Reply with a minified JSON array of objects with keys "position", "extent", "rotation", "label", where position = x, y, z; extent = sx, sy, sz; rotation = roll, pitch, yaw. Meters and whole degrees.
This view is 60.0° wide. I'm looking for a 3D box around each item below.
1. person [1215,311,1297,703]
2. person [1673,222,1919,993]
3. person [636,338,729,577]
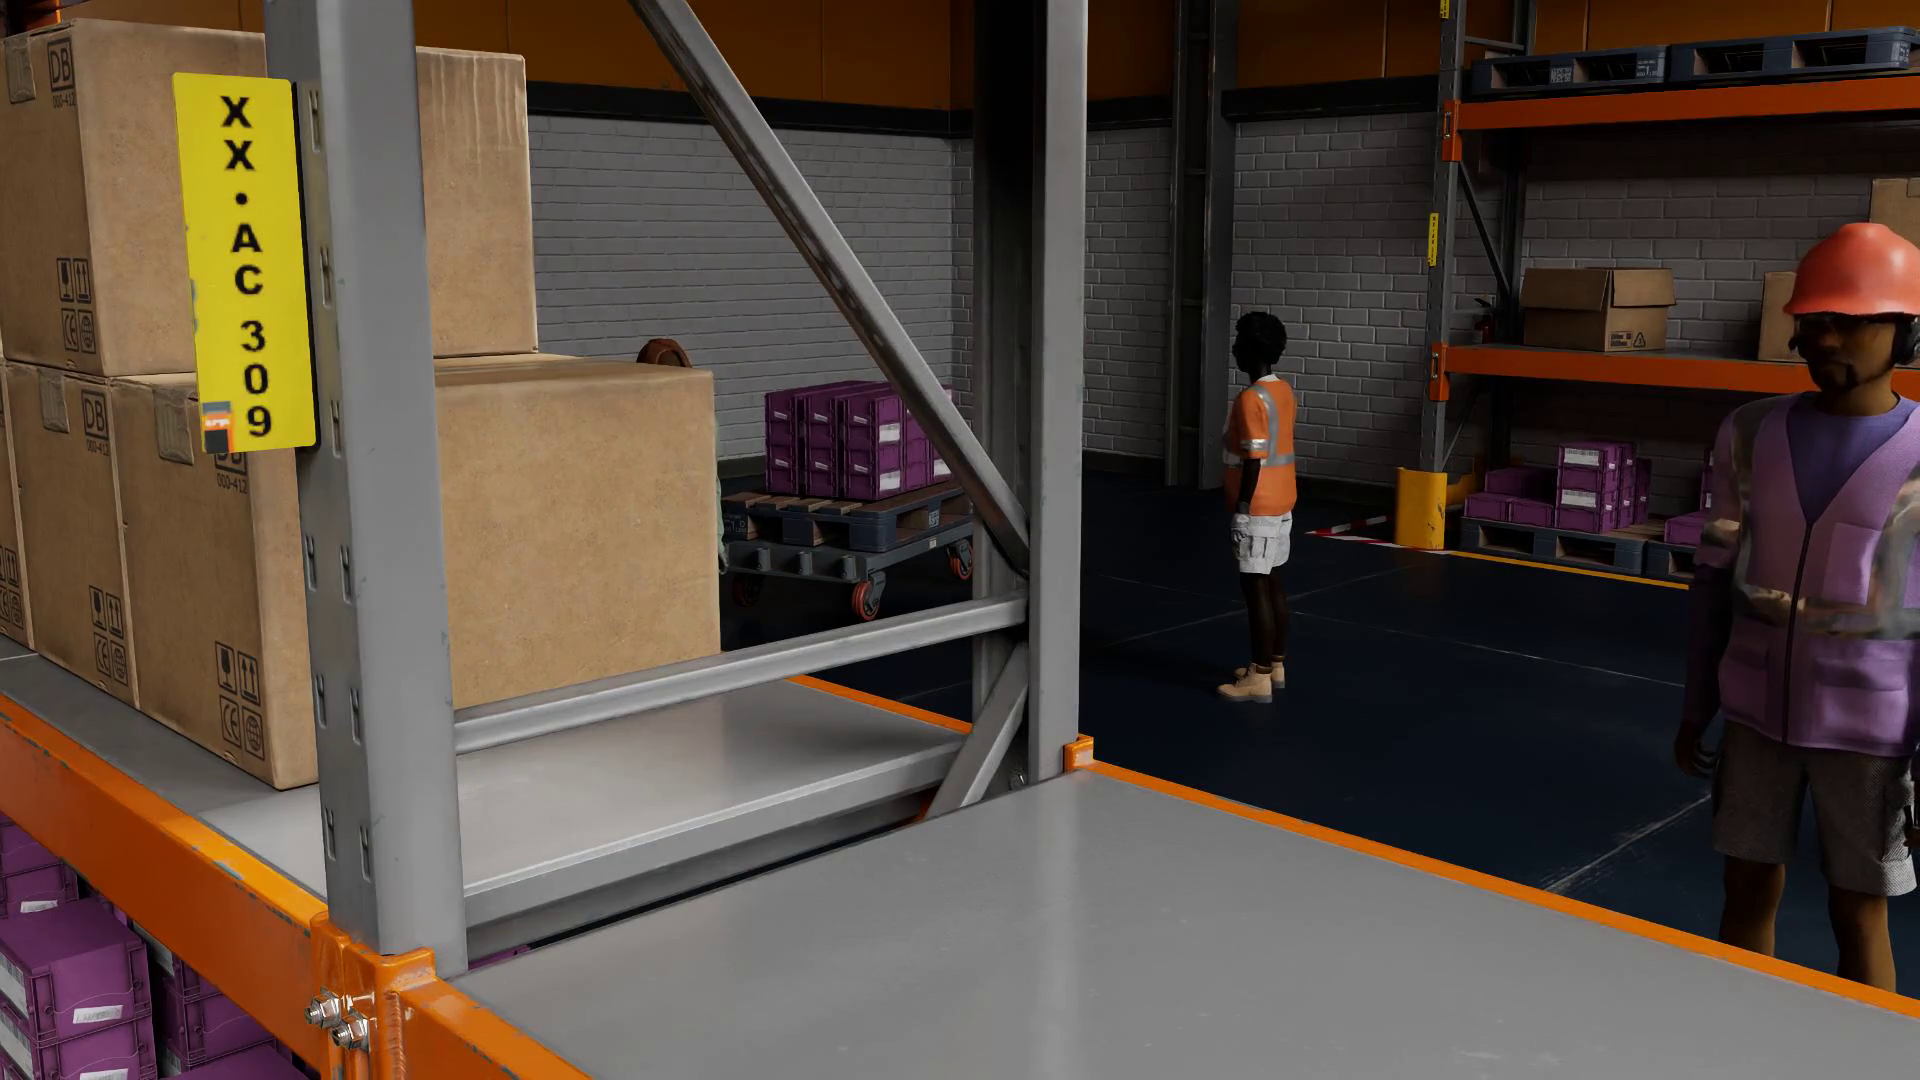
[{"position":[1.297,-0.142,7.258],"extent":[0.317,1.695,0.540],"rotation":[5,12,26],"label":"person"},{"position":[1.803,0.372,3.502],"extent":[0.366,2.047,0.608],"rotation":[-8,13,-37],"label":"person"},{"position":[-1.135,0.038,6.446],"extent":[0.498,1.634,0.281],"rotation":[-8,13,-36],"label":"person"}]
